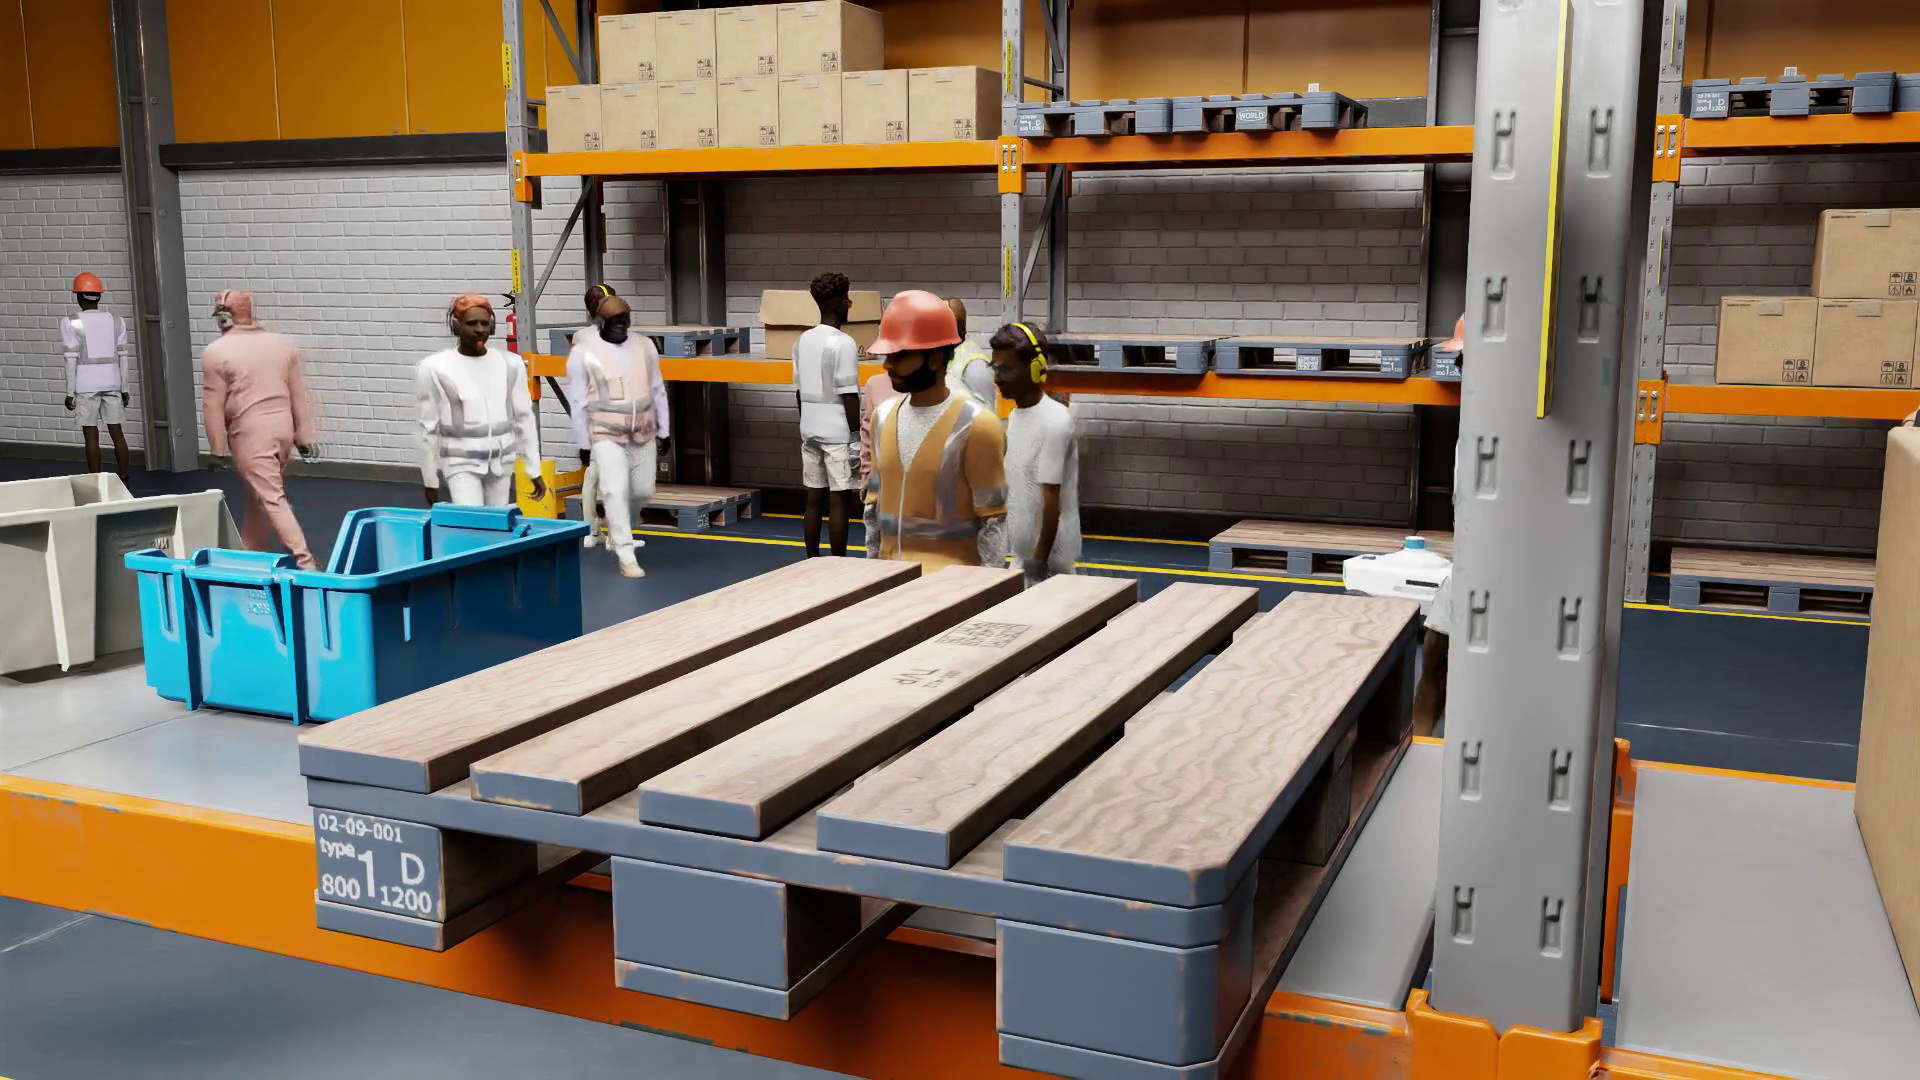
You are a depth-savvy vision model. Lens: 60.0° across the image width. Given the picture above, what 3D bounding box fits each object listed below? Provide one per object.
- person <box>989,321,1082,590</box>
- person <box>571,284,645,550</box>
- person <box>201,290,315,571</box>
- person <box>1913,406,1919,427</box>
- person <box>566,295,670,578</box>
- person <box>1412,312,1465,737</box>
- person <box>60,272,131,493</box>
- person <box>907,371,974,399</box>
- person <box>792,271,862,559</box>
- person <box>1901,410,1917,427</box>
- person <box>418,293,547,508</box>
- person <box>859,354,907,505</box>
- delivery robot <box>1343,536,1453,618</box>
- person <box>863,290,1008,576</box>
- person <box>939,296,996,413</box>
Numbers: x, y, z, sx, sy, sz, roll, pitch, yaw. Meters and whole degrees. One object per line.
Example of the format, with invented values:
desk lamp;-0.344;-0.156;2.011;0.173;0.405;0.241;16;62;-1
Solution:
person;0.376;0.080;6.306;0.970;1.824;0.537;-4;10;-25
person;-2.507;-0.863;11.752;0.509;1.872;0.329;7;12;36
person;-4.364;-0.624;10.391;0.933;1.860;0.653;4;10;22
person;3.438;0.071;5.650;0.536;2.000;0.678;-2;10;-12
person;-2.245;-0.681;10.848;0.661;1.820;0.701;-7;12;-35
person;1.999;0.060;6.186;0.989;1.889;0.564;-1;10;-8
person;-7.416;-1.317;14.272;0.356;1.937;0.552;7;12;36
person;-0.139;-0.171;7.982;0.886;1.775;0.603;-3;10;-20
person;-0.781;-0.651;10.190;0.366;1.966;0.607;-8;12;-38
person;4.333;-0.019;7.397;0.515;1.636;0.314;-5;11;-28
person;-2.450;-0.337;8.639;0.580;1.865;0.674;-9;13;-42
person;-0.294;-0.304;8.712;0.523;1.769;0.315;4;10;24
delivery robot;2.420;0.225;8.871;0.707;0.478;0.477;7;12;39
person;-0.112;0.167;5.386;0.550;1.933;0.373;8;12;39
person;-0.065;-0.424;9.222;0.430;1.840;0.622;-6;11;-31
